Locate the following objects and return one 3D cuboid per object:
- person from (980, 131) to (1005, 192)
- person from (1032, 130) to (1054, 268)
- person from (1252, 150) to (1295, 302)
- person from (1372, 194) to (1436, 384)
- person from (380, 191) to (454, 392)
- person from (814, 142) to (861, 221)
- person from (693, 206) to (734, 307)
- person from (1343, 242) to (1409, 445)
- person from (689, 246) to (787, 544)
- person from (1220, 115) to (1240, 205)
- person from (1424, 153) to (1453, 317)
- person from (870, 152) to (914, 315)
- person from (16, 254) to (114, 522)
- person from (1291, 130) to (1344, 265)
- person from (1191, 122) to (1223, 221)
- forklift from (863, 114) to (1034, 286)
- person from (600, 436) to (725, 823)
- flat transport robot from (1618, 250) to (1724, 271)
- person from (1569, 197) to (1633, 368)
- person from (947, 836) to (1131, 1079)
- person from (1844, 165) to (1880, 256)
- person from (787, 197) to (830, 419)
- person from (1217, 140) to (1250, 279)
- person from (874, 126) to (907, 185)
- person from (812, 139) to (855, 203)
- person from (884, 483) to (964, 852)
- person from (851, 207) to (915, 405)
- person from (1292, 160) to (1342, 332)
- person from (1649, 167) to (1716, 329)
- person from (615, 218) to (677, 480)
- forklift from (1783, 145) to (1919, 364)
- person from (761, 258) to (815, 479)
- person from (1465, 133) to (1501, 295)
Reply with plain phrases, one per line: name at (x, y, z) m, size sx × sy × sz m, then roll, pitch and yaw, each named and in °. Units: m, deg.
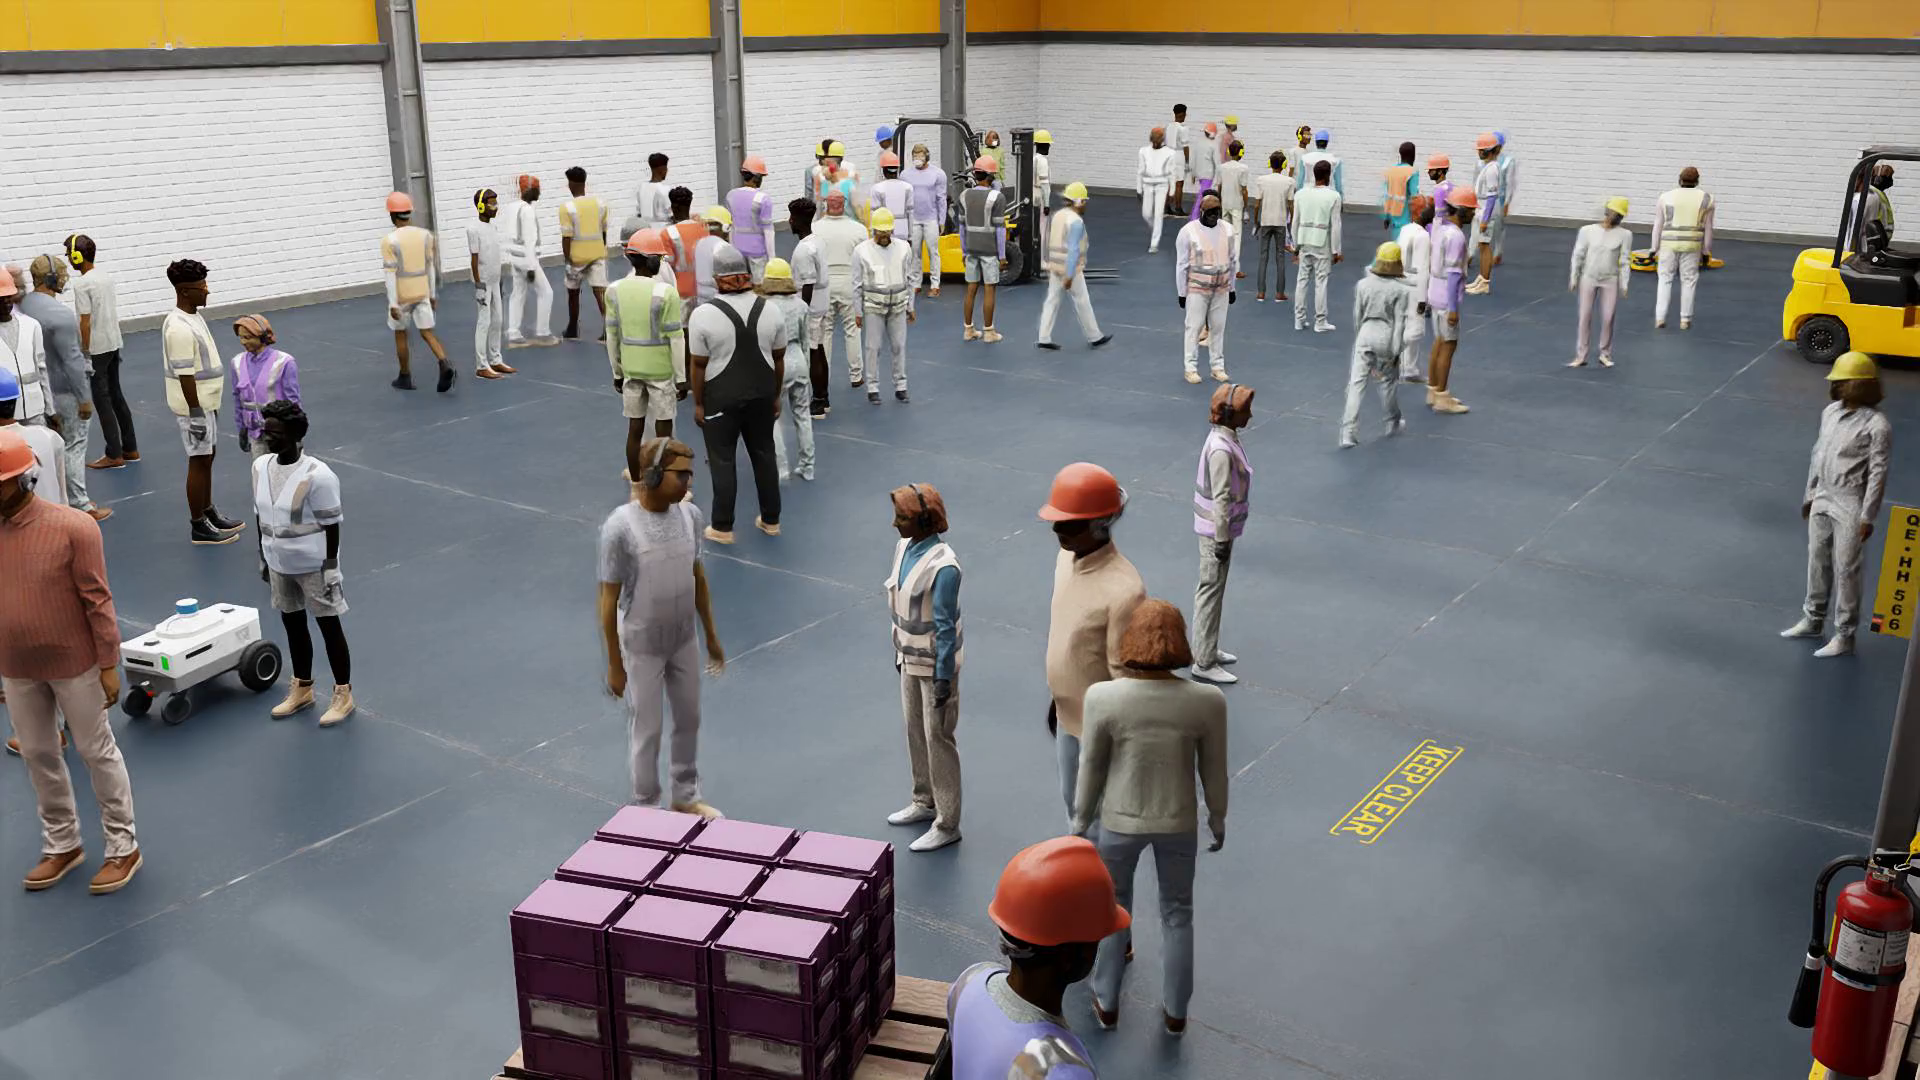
person at (0.518, -5.926, 27.471) m, size 0.496 × 1.626 × 0.287 m, roll -9°, pitch 20°, yaw -27°
person at (1.125, -4.788, 23.414) m, size 0.367 × 1.926 × 0.594 m, roll -6°, pitch 19°, yaw -19°
person at (3.923, -3.925, 20.812) m, size 0.521 × 1.870 × 0.319 m, roll 6°, pitch 19°, yaw 17°
person at (4.307, -2.392, 16.044) m, size 0.632 × 1.860 × 0.583 m, roll -1°, pitch 18°, yaw -4°
person at (-5.173, -2.332, 15.758) m, size 0.835 × 1.915 × 0.556 m, roll 15°, pitch 23°, yaw 40°
person at (-1.561, -4.103, 21.270) m, size 0.585 × 1.929 × 0.370 m, roll -2°, pitch 18°, yaw -8°
person at (-2.244, -2.207, 15.550) m, size 0.419 × 1.796 × 0.626 m, roll -15°, pitch 23°, yaw -39°
person at (3.518, -1.656, 14.006) m, size 0.496 × 1.691 × 0.934 m, roll 12°, pitch 22°, yaw 34°
person at (-1.546, -1.010, 11.417) m, size 0.688 × 2.000 × 0.536 m, roll -10°, pitch 20°, yaw -29°
person at (4.752, -6.628, 29.447) m, size 0.463 × 1.752 × 0.533 m, roll 6°, pitch 19°, yaw 18°
person at (5.637, -3.610, 19.738) m, size 0.388 × 1.928 × 0.549 m, roll 8°, pitch 19°, yaw 22°
person at (-0.820, -3.640, 19.827) m, size 0.544 × 1.930 × 0.389 m, roll -7°, pitch 19°, yaw -21°
person at (-6.337, -1.048, 11.726) m, size 0.641 × 1.928 × 0.386 m, roll 12°, pitch 21°, yaw 33°
person at (5.223, -4.924, 23.917) m, size 0.781 × 1.899 × 0.557 m, roll 1°, pitch 18°, yaw 5°
person at (4.235, -6.174, 28.105) m, size 0.891 × 1.703 × 0.591 m, roll -9°, pitch 20°, yaw -27°
forklift at (-0.171, -4.594, 22.377) m, size 2.313 × 2.155 × 1.214 m, roll 1°, pitch 18°, yaw 3°
person at (-1.304, 0.458, 7.191) m, size 0.343 × 1.821 × 0.566 m, roll 16°, pitch 23°, yaw 40°
flat transport robot at (10.043, -3.995, 23.613) m, size 1.431 × 0.197 × 0.652 m, roll -6°, pitch 19°, yaw -18°
person at (6.521, -2.618, 16.953) m, size 0.568 × 1.735 × 0.348 m, roll 6°, pitch 19°, yaw 19°
person at (0.175, 1.538, 3.634) m, size 0.386 × 1.929 × 0.543 m, roll -7°, pitch 19°, yaw -21°
person at (9.963, -3.201, 18.471) m, size 0.389 × 1.916 × 0.590 m, roll 15°, pitch 23°, yaw 40°
person at (-1.348, -2.061, 14.822) m, size 0.363 × 1.964 × 0.612 m, roll 3°, pitch 18°, yaw 8°
person at (3.712, -4.487, 22.599) m, size 0.516 × 1.858 × 0.336 m, roll 17°, pitch 24°, yaw 42°
person at (-1.075, -5.096, 24.400) m, size 0.793 × 1.905 × 0.633 m, roll -11°, pitch 21°, yaw -31°
person at (-1.638, -4.406, 22.291) m, size 0.663 × 1.885 × 0.650 m, roll -4°, pitch 18°, yaw -12°
person at (-0.148, 0.539, 7.235) m, size 0.316 × 1.631 × 0.524 m, roll -8°, pitch 20°, yaw -25°
person at (-0.702, -2.156, 15.365) m, size 0.601 × 1.819 × 0.403 m, roll -6°, pitch 19°, yaw -19°
person at (4.029, -3.331, 18.876) m, size 0.590 × 1.917 × 0.394 m, roll 15°, pitch 23°, yaw 39°
person at (8.243, -3.324, 19.013) m, size 0.661 × 1.830 × 0.489 m, roll 6°, pitch 19°, yaw 18°
person at (-2.465, -1.504, 12.962) m, size 0.535 × 2.000 × 0.686 m, roll 3°, pitch 18°, yaw 9°
forklift at (9.803, -2.879, 17.013) m, size 2.313 × 2.155 × 1.214 m, roll 12°, pitch 21°, yaw 33°
person at (-1.358, -1.309, 12.881) m, size 0.513 × 1.715 × 0.459 m, roll -16°, pitch 24°, yaw -41°
person at (6.693, -4.164, 21.286) m, size 0.394 × 2.037 × 0.605 m, roll 4°, pitch 18°, yaw 14°
